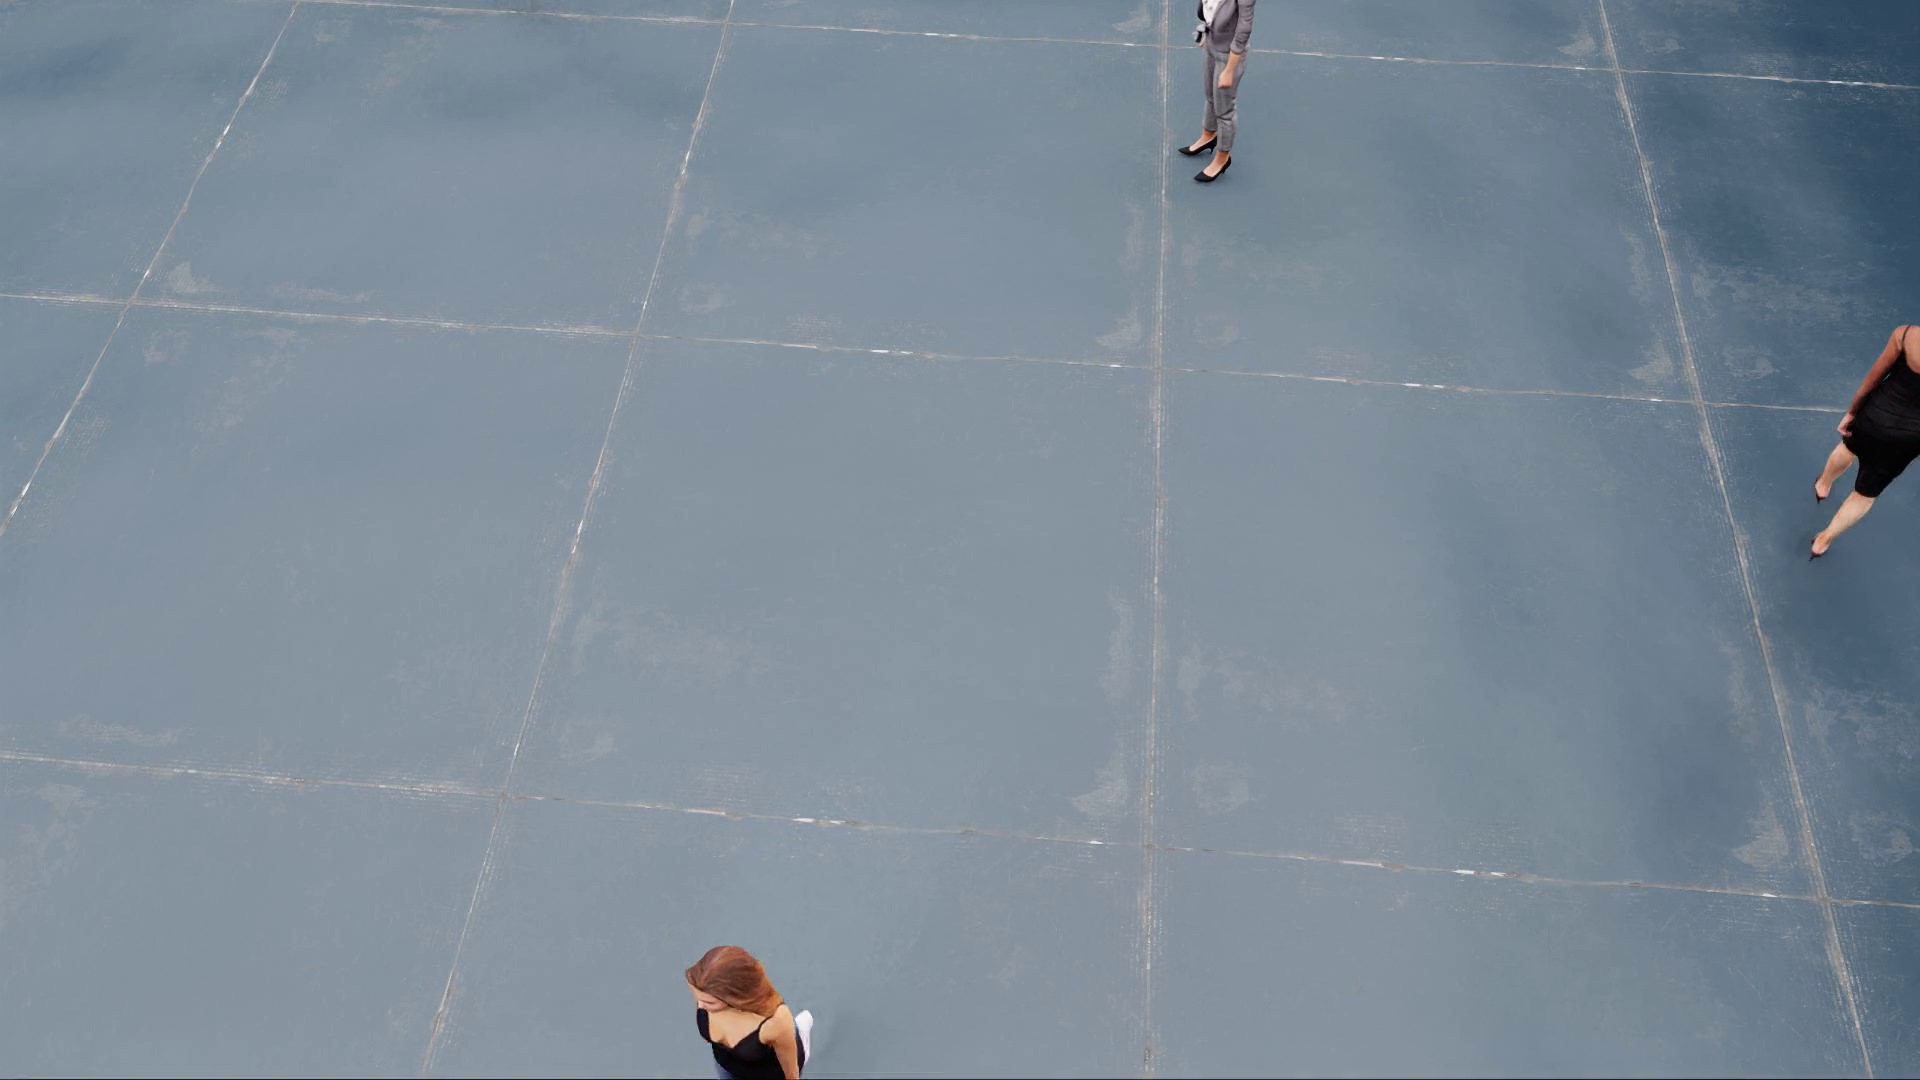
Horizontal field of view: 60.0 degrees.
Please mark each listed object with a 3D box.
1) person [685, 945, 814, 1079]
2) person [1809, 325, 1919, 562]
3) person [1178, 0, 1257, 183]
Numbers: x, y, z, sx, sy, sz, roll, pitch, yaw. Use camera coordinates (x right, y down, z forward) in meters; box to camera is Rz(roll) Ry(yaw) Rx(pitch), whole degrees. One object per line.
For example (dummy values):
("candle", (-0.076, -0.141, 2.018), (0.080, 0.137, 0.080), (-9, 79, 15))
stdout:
("person", (-0.712, 1.832, 6.138), (0.939, 1.702, 0.868), (23, 56, 17))
("person", (4.422, -0.496, 7.930), (0.891, 1.720, 0.883), (30, 58, 21))
("person", (1.563, -2.872, 9.796), (0.691, 1.678, 0.692), (-11, 53, -8))
